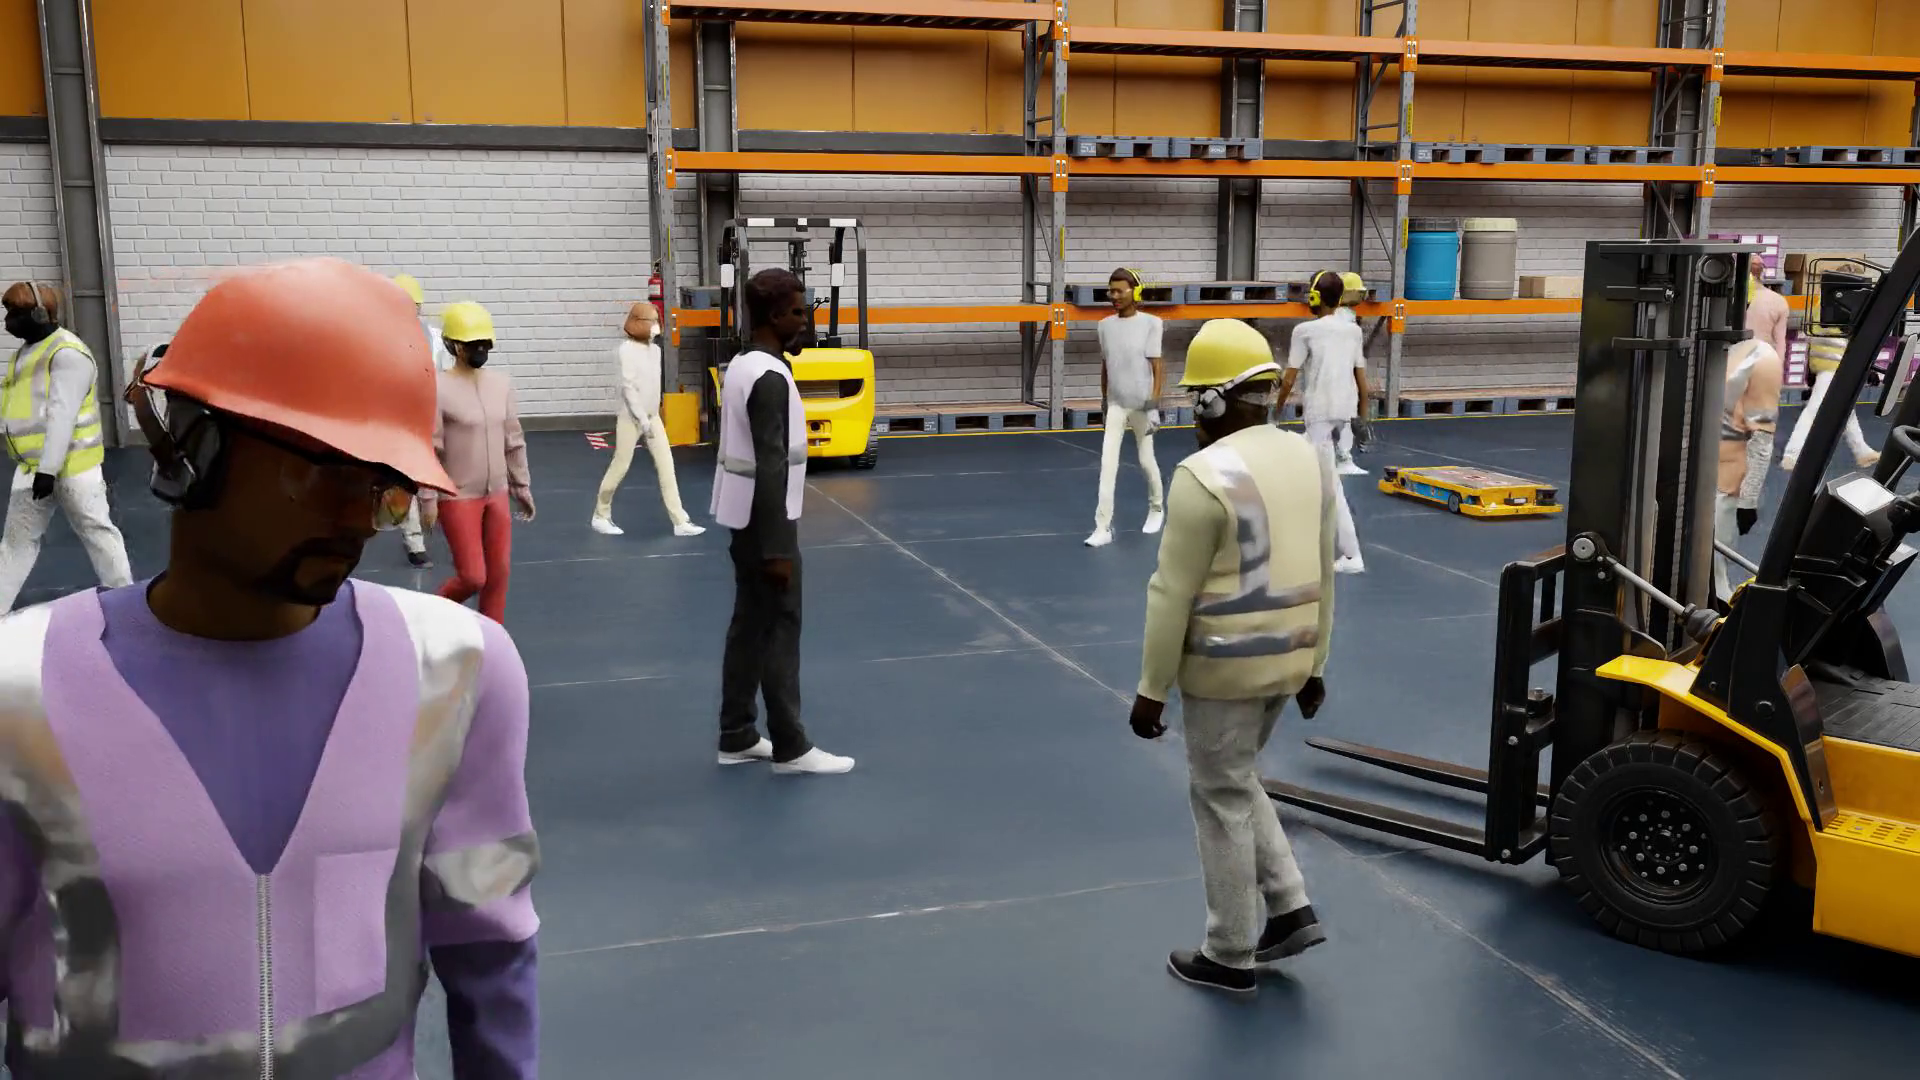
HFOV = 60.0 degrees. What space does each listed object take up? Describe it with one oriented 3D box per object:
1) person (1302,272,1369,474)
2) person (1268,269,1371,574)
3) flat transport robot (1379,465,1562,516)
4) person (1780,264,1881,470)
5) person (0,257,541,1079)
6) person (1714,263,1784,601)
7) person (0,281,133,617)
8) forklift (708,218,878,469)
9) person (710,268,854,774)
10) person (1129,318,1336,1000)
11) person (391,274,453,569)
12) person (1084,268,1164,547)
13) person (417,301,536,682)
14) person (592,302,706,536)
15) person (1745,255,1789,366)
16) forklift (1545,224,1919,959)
[{"bbox_3d":[3.215,-1.416,14.202,0.550,1.729,0.490,3,11,16],"label":"person"},{"bbox_3d":[2.214,-0.733,10.199,0.503,1.823,0.963,-6,12,-30],"label":"person"},{"bbox_3d":[3.824,-0.388,12.551,0.652,0.197,1.431,-3,11,-17],"label":"flat transport robot"},{"bbox_3d":[7.632,-1.478,14.389,0.982,1.788,0.636,1,10,8],"label":"person"},{"bbox_3d":[-0.765,0.712,1.779,0.658,2.002,0.494,-8,13,-36],"label":"person"},{"bbox_3d":[3.398,-0.277,7.431,0.554,1.913,0.614,-2,11,-13],"label":"person"},{"bbox_3d":[-4.586,-0.363,8.232,0.627,1.799,0.932,8,13,36],"label":"person"},{"bbox_3d":[-1.522,-1.778,14.899,1.214,2.155,2.313,-3,11,-17],"label":"forklift"},{"bbox_3d":[-0.717,-0.059,6.262,0.428,1.916,0.607,-3,11,-17],"label":"person"},{"bbox_3d":[0.719,0.328,4.396,0.425,1.809,0.586,9,14,42],"label":"person"},{"bbox_3d":[-3.461,-0.761,10.418,0.603,1.806,0.842,-7,12,-34],"label":"person"},{"bbox_3d":[1.157,-0.899,11.109,0.540,1.831,0.953,6,12,29],"label":"person"},{"bbox_3d":[-2.203,-0.197,7.470,0.465,1.751,0.540,6,12,30],"label":"person"},{"bbox_3d":[-2.164,-0.806,11.229,0.843,1.595,0.504,5,11,25],"label":"person"},{"bbox_3d":[6.449,-1.408,13.741,0.644,1.884,0.814,5,11,24],"label":"person"},{"bbox_3d":[2.909,0.117,4.508,2.313,2.155,1.214,9,14,40],"label":"forklift"}]
